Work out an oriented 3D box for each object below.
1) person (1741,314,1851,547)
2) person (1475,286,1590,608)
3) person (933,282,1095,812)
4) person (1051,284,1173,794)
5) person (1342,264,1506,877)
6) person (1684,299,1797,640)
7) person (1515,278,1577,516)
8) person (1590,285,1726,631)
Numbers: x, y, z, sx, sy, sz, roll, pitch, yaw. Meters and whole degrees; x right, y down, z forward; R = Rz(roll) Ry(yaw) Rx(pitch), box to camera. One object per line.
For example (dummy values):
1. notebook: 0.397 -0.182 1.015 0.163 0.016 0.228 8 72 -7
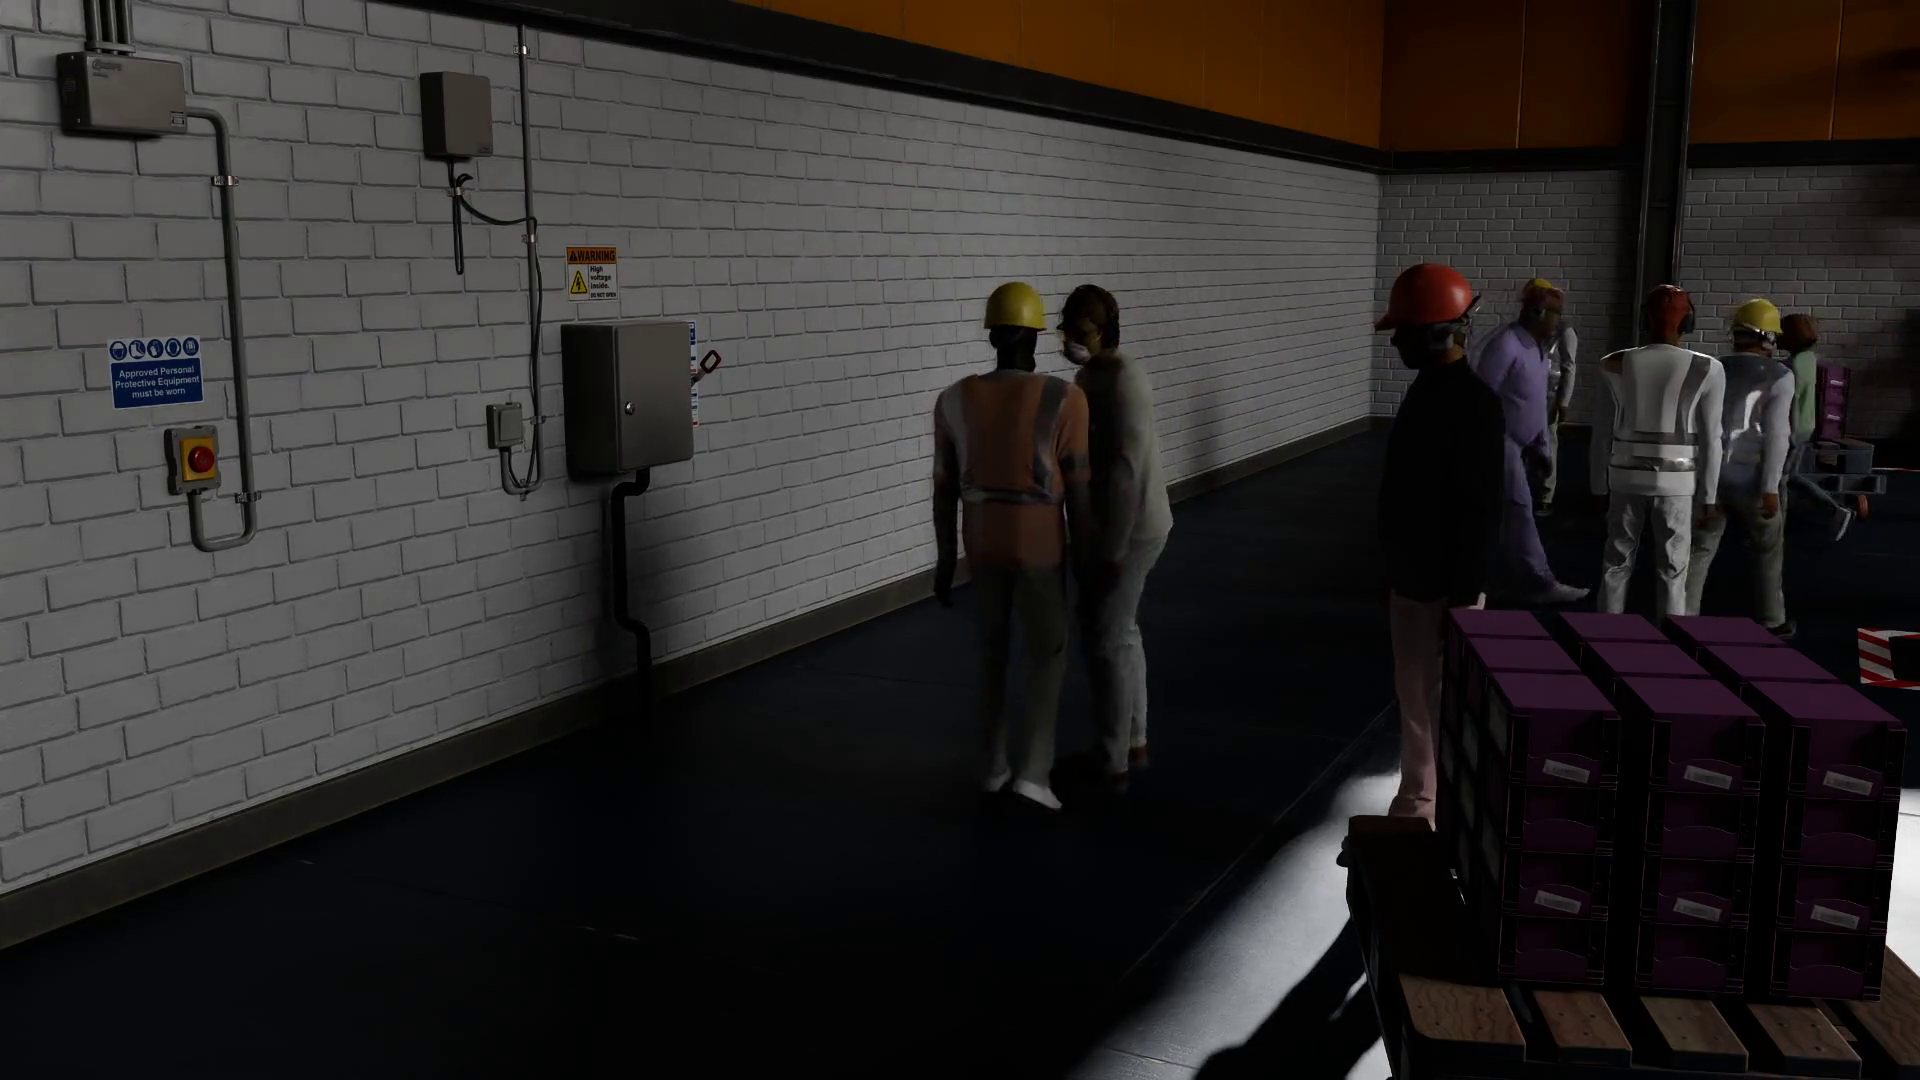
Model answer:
1. person: 5.726 -0.722 11.280 0.568 1.611 0.529 8 13 38
2. person: 3.175 -0.530 9.569 1.031 1.828 0.653 6 11 31
3. person: 0.187 0.031 6.082 0.622 1.936 0.434 4 11 21
4. person: 0.557 -0.003 6.279 0.470 1.911 0.672 -1 10 -6
5. person: 1.484 0.128 5.287 0.391 1.987 0.608 -1 10 -6
6. person: 4.008 -0.327 8.528 0.843 1.782 0.602 -6 12 -33
7. person: 4.428 -1.100 12.844 0.404 1.829 0.600 -8 13 -39
8. person: 3.228 -0.240 7.748 0.578 1.878 0.345 7 12 36
